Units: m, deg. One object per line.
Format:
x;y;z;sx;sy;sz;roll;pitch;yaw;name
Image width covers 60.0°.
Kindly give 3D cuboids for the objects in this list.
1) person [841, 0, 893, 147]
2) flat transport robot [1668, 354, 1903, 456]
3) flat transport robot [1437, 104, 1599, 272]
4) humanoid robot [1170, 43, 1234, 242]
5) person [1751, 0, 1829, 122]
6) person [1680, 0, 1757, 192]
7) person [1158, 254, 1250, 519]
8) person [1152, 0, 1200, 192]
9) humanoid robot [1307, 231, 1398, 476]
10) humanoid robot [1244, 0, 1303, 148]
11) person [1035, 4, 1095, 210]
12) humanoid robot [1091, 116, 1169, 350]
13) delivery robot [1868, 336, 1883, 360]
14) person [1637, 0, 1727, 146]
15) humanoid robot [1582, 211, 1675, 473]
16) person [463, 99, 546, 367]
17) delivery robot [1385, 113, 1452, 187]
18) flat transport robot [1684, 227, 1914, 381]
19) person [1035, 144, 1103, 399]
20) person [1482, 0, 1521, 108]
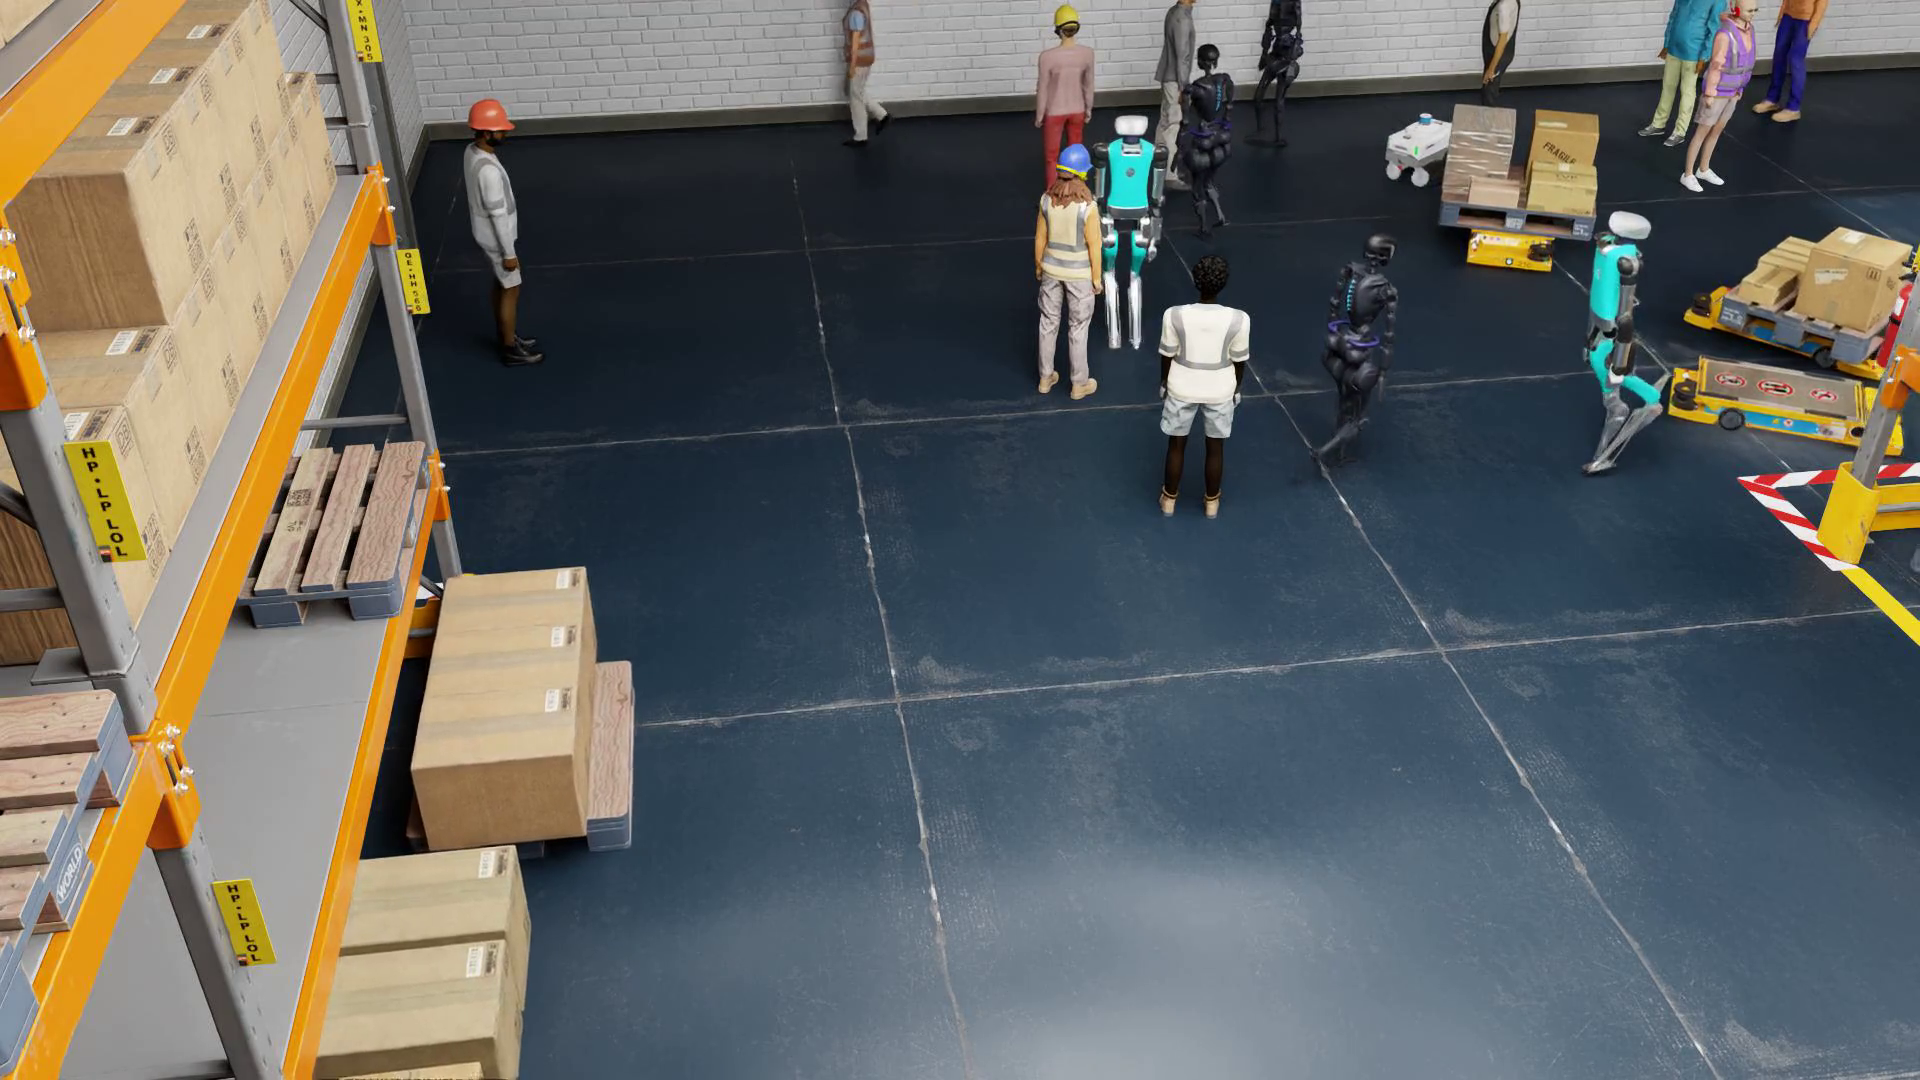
-0.915;-4.456;15.396;0.427;1.668;0.440;-1;33;-2;person
5.587;-0.923;11.268;1.431;0.231;0.659;13;35;19;flat transport robot
4.600;-2.625;13.876;0.659;0.231;1.431;9;34;14;flat transport robot
2.004;-3.202;13.482;0.590;1.646;0.346;-20;38;-28;humanoid robot
8.115;-5.068;16.066;0.404;1.969;0.521;-8;34;-12;person
6.665;-3.913;14.543;0.493;1.693;0.349;-21;39;-29;person
1.432;-0.892;9.915;0.533;1.693;0.320;5;33;7;person
1.880;-4.007;14.504;0.392;1.898;0.533;-2;33;-3;person
2.393;-1.145;10.329;0.486;1.641;0.612;-17;37;-24;humanoid robot
2.940;-4.459;15.395;0.387;1.653;0.609;-12;35;-18;humanoid robot
0.876;-3.618;14.038;0.528;1.760;0.322;-13;35;-18;person
1.170;-2.217;11.887;0.532;1.781;0.608;1;33;1;humanoid robot
6.882;-1.430;11.786;0.784;0.599;0.499;-18;37;-26;delivery robot
6.768;-4.584;15.514;0.319;1.755;0.559;-15;36;-21;person
4.167;-1.124;10.326;0.716;1.897;0.550;-1;33;-2;humanoid robot
-3.193;-2.127;11.602;0.382;1.924;0.546;-15;36;-22;person
4.191;-3.555;15.040;0.768;0.597;0.515;-28;43;-36;delivery robot
6.186;-1.573;12.262;1.431;0.231;0.659;28;42;36;flat transport robot
0.736;-1.807;11.239;0.481;1.777;0.315;16;36;22;person
4.818;-4.319;15.037;0.345;1.837;0.504;11;35;17;person
